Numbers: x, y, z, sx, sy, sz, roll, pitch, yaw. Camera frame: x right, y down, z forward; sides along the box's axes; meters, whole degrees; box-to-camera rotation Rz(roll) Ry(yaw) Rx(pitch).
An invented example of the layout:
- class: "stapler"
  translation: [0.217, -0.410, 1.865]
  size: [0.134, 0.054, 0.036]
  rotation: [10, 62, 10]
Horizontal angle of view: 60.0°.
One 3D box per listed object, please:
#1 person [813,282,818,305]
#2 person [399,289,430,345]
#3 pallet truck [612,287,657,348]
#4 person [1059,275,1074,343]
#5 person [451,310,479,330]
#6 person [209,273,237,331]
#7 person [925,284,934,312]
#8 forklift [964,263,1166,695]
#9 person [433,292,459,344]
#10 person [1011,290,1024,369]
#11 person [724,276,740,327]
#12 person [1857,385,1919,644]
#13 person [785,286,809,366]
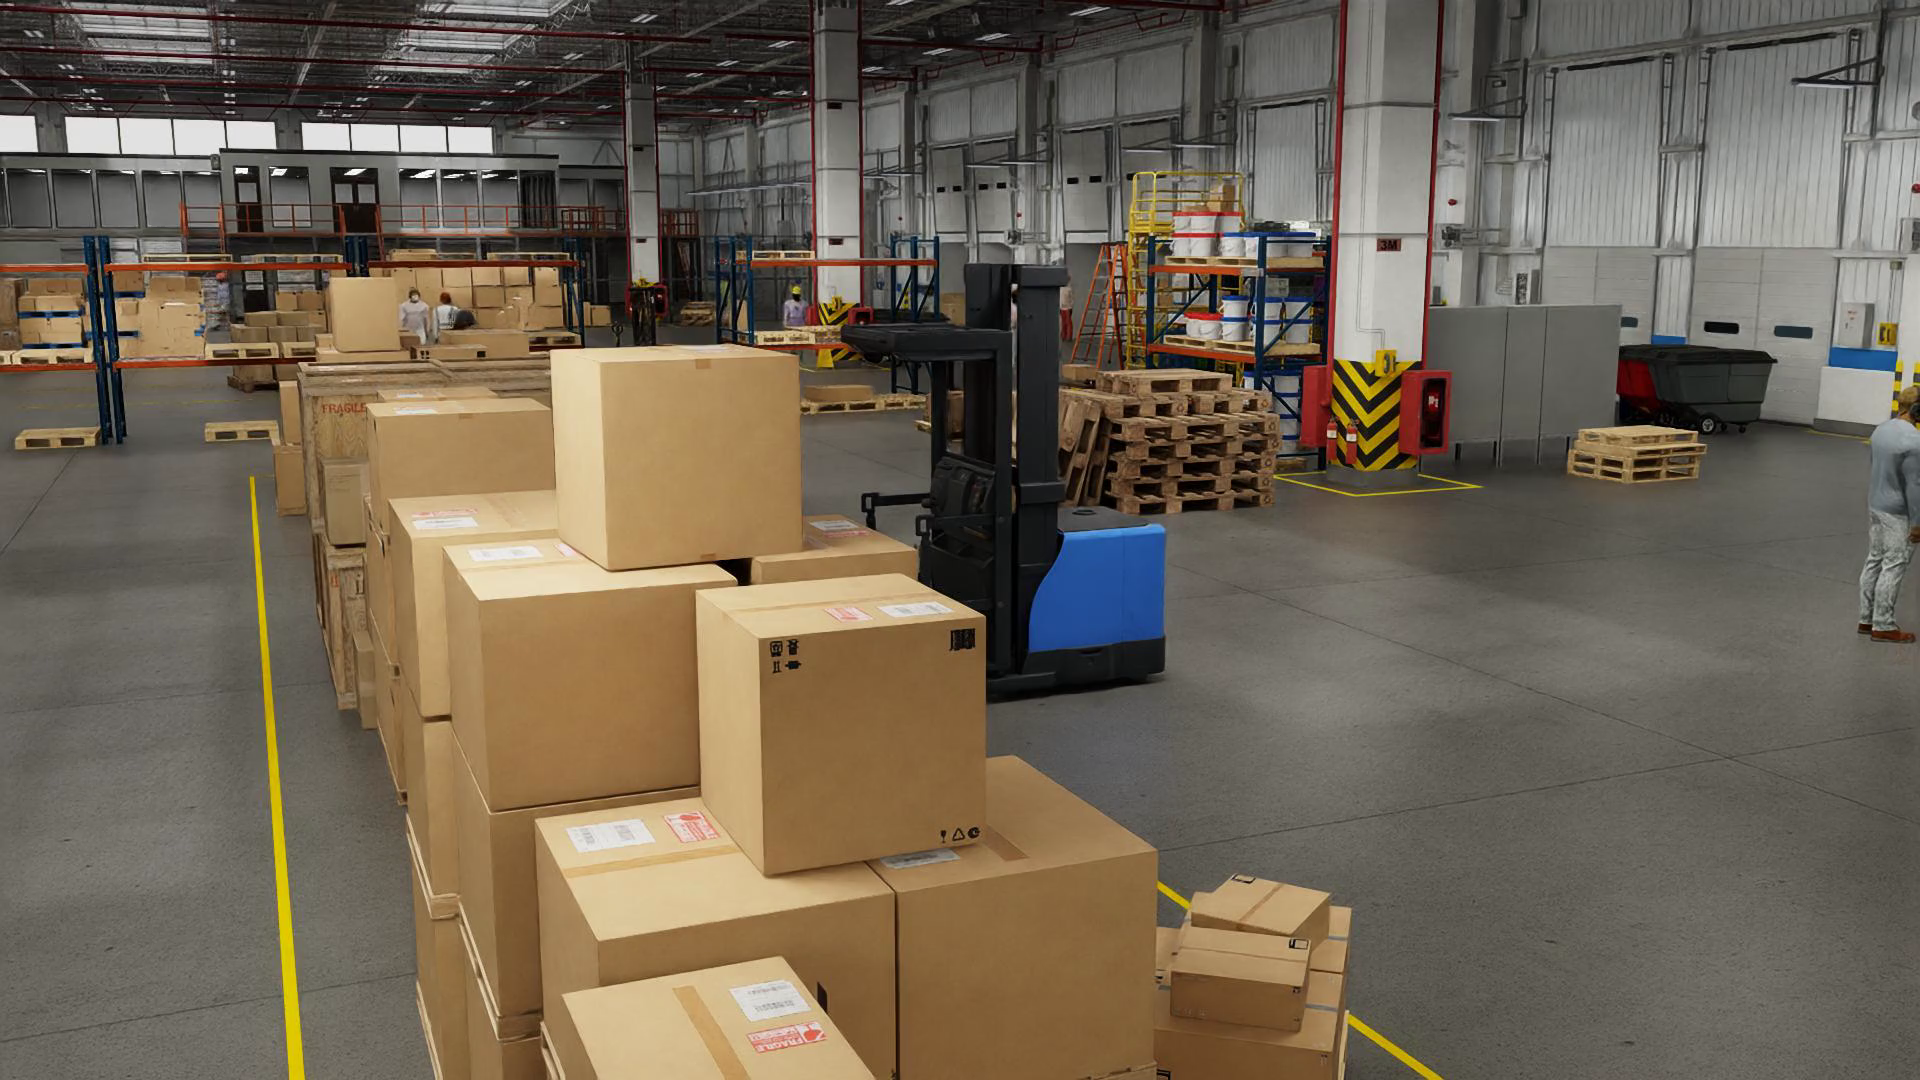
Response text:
- class: "person"
  translation: [-4.367, -7.690, 53.748]
  size: [0.644, 1.901, 0.955]
  rotation: [-5, 12, -28]
- class: "person"
  translation: [-11.980, -4.564, 36.586]
  size: [0.654, 1.880, 1.031]
  rotation: [-4, 11, -21]
- class: "pallet truck"
  translation: [-6.464, -4.406, 35.401]
  size: [0.823, 1.965, 1.885]
  rotation: [6, 12, 32]
- class: "person"
  translation: [3.050, -6.691, 48.005]
  size: [0.396, 1.992, 0.622]
  rotation: [-6, 12, -29]
- class: "person"
  translation: [-6.774, -2.206, 23.160]
  size: [0.896, 2.000, 0.702]
  rotation: [-3, 11, -16]
- class: "person"
  translation: [-23.952, -7.742, 54.102]
  size: [1.003, 1.891, 0.545]
  rotation: [-8, 13, -39]
- class: "person"
  translation: [-0.845, -5.791, 43.507]
  size: [0.891, 1.832, 0.531]
  rotation: [2, 10, 11]
- class: "forklift"
  translation: [0.362, -0.447, 11.148]
  size: [1.873, 2.768, 1.129]
  rotation: [-4, 11, -23]
- class: "person"
  translation: [-11.140, -4.448, 36.057]
  size: [0.574, 1.850, 0.884]
  rotation: [3, 11, 14]
- class: "person"
  translation: [1.271, -4.827, 38.198]
  size: [0.652, 1.826, 0.445]
  rotation: [2, 10, 11]
- class: "person"
  translation: [-7.555, -7.938, 55.339]
  size: [0.647, 1.824, 0.444]
  rotation: [8, 13, 36]
- class: "person"
  translation: [6.966, -0.193, 12.379]
  size: [0.377, 1.931, 0.636]
  rotation: [0, 10, 1]
- class: "person"
  translation: [-3.856, -5.081, 39.419]
  size: [0.584, 1.899, 0.902]
  rotation: [0, 10, -2]
